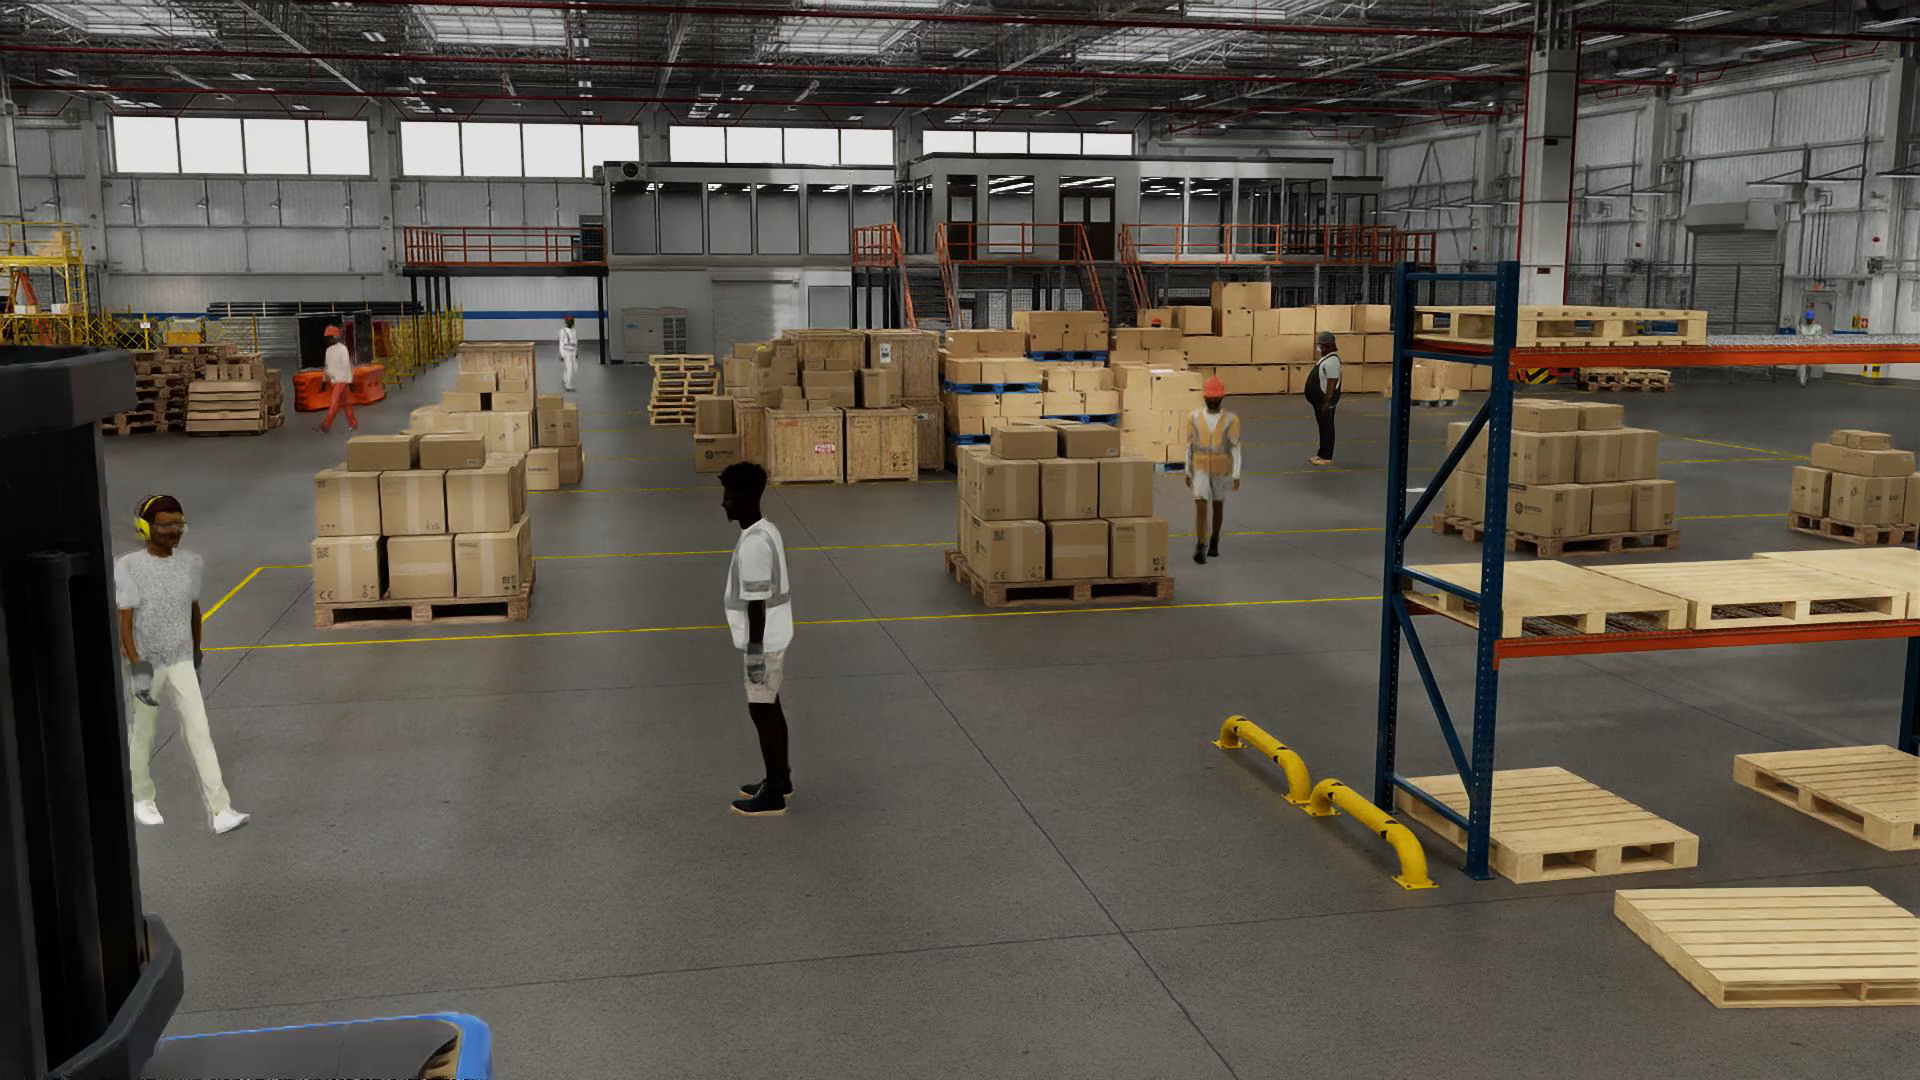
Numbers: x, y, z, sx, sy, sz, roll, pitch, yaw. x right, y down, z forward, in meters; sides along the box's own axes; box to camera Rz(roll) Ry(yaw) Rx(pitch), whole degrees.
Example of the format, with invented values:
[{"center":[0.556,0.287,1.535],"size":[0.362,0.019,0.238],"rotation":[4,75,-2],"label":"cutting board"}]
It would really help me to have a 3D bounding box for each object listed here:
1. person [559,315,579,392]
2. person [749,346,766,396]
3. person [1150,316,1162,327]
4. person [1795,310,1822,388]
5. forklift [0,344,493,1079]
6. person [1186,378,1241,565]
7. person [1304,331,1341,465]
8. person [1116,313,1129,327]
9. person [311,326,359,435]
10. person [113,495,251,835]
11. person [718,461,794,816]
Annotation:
[{"center":[-9.434,-4.479,39.970],"size":[0.489,1.876,0.620],"rotation":[4,10,21],"label":"person"},{"center":[-3.185,-2.270,26.923],"size":[0.487,1.744,0.297],"rotation":[-4,10,-22],"label":"person"},{"center":[4.235,-3.882,36.154],"size":[0.547,1.938,0.379],"rotation":[6,11,34],"label":"person"},{"center":[21.254,-4.795,41.727],"size":[0.612,1.928,0.629],"rotation":[4,10,21],"label":"person"},{"center":[-2.020,0.986,3.615],"size":[1.873,2.768,1.129],"rotation":[-2,10,-12],"label":"forklift"},{"center":[2.578,-0.706,16.963],"size":[0.569,1.879,1.010],"rotation":[2,10,13],"label":"person"},{"center":[5.515,-2.157,25.322],"size":[0.537,2.000,0.682],"rotation":[1,9,4],"label":"person"},{"center":[4.188,-4.898,42.646],"size":[0.346,1.840,0.505],"rotation":[-9,13,-42],"label":"person"},{"center":[-11.270,-2.857,29.887],"size":[0.652,1.938,1.019],"rotation":[8,12,41],"label":"person"},{"center":[-4.161,0.673,8.778],"size":[0.994,1.816,0.510],"rotation":[8,12,40],"label":"person"},{"center":[-1.119,0.540,9.181],"size":[0.391,1.948,0.605],"rotation":[0,9,-2],"label":"person"}]
